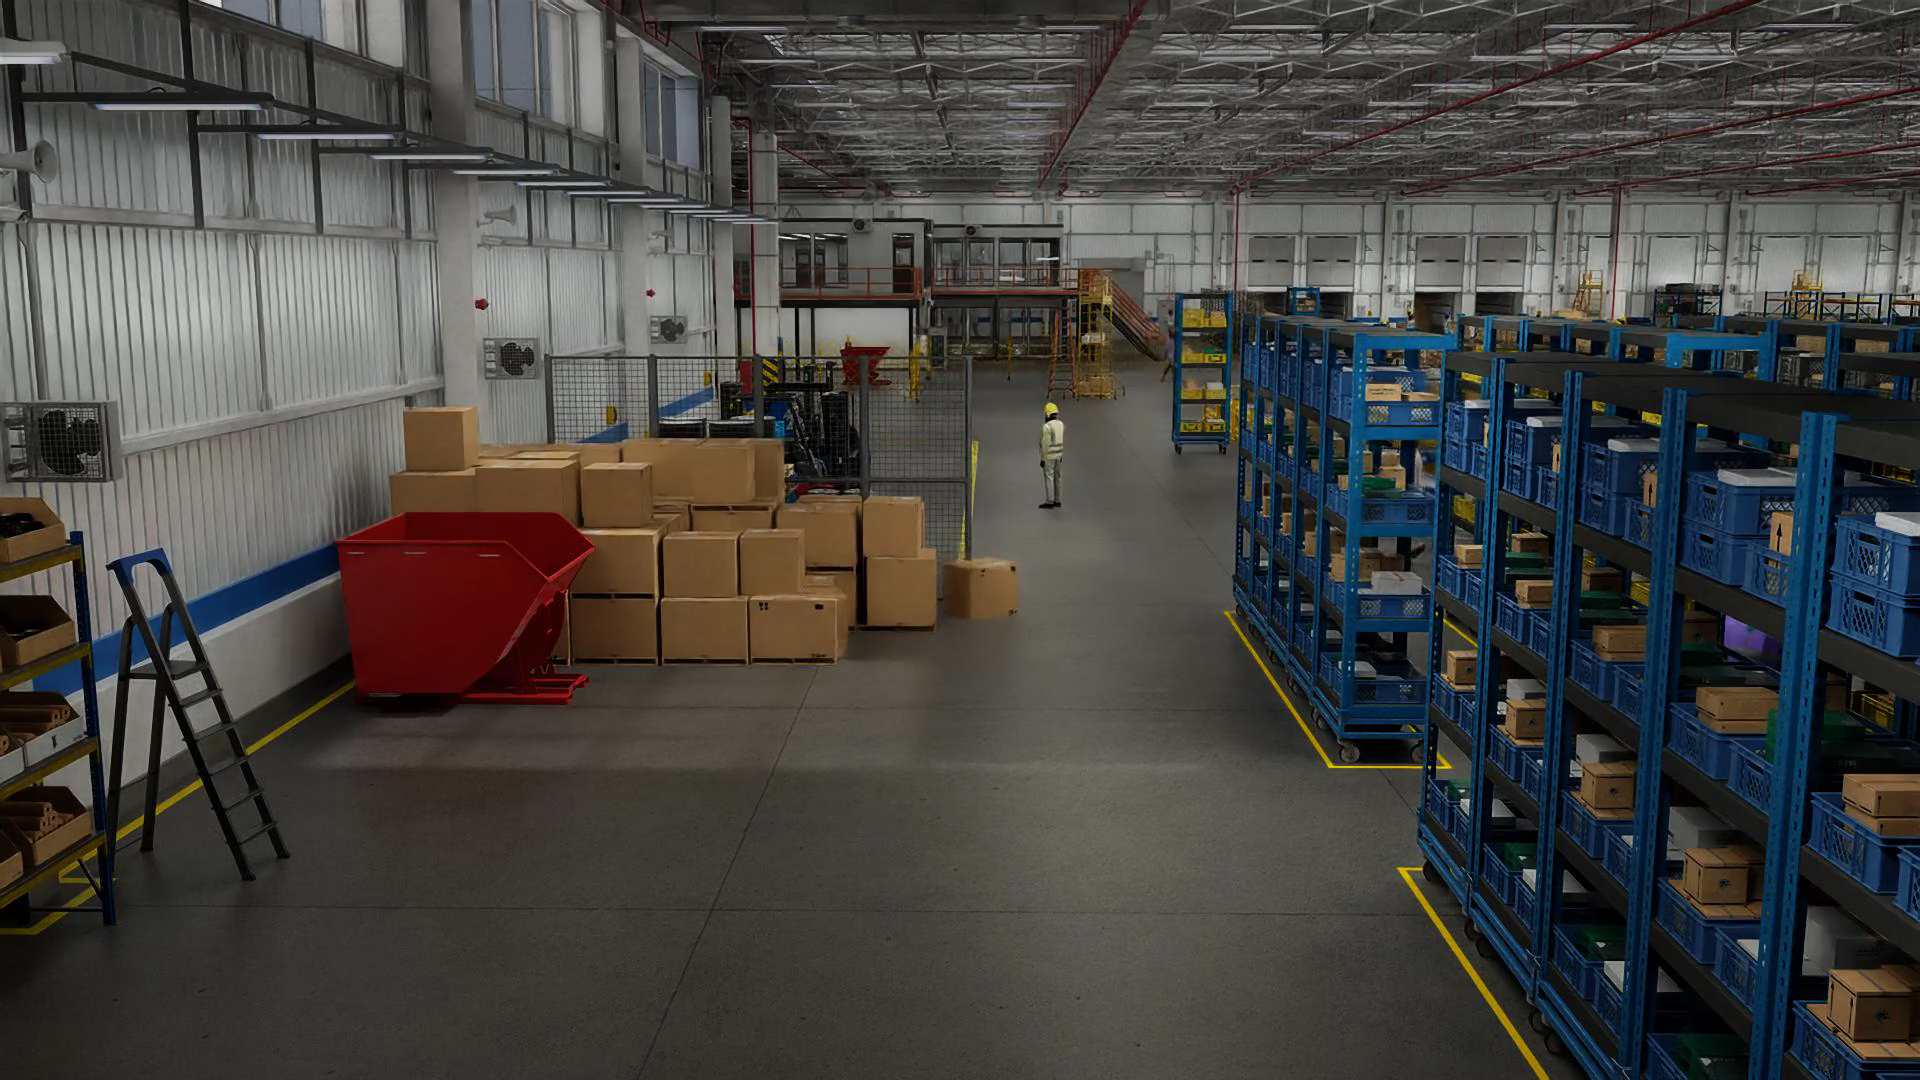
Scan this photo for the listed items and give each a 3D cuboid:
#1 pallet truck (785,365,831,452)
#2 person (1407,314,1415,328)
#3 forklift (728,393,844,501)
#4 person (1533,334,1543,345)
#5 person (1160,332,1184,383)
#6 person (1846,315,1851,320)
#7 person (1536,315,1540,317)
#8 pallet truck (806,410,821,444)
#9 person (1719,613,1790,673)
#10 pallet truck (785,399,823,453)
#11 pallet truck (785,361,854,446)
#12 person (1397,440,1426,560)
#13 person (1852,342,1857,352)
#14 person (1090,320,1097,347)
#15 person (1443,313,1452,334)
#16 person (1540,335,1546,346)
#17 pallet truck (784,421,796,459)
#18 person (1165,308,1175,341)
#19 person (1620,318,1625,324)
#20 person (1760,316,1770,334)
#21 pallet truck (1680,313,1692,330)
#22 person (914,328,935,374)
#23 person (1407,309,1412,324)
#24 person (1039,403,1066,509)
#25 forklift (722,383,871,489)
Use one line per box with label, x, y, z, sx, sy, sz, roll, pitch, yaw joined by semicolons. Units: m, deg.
pallet truck;-3.774;-2.976;37.635;1.885;1.965;0.823;1;9;5
person;23.422;-10.795;86.383;0.448;1.828;0.662;0;9;3
forklift;-2.979;-1.316;26.476;2.680;1.987;1.157;0;9;1
person;24.144;-8.173;69.739;0.613;1.983;0.406;1;9;4
person;7.762;-6.732;60.982;0.619;1.960;1.122;-9;13;-44
person;46.067;-10.788;86.469;0.535;1.794;0.989;-9;13;-42
person;31.357;-11.356;90.251;0.317;1.696;0.540;4;10;22
pallet truck;-3.559;-2.018;33.905;1.522;1.261;0.704;0;9;-1
person;6.095;1.124;12.832;0.563;1.839;0.392;7;12;37
pallet truck;-3.814;-2.432;36.419;1.630;1.274;0.653;0;9;1
pallet truck;-3.410;-3.193;38.978;1.885;1.965;0.823;0;9;-1
person;6.228;-0.581;23.181;0.454;1.892;0.651;1;9;8
person;32.277;-6.618;60.277;0.349;1.942;0.545;6;11;32
person;7.055;-11.371;89.958;0.655;1.818;0.650;-3;10;-19
person;25.135;-10.755;85.825;0.410;1.939;0.601;-3;10;-16
person;24.979;-8.354;71.657;0.574;1.711;0.880;-7;12;-37
pallet truck;-4.013;-1.793;32.705;1.601;1.201;0.680;0;9;1
person;12.166;-12.492;96.584;0.581;1.909;0.552;-5;11;-30
person;30.933;-9.431;77.728;0.591;1.915;0.396;5;10;27
person;39.401;-9.970;81.133;1.019;1.898;0.630;-5;10;-28
pallet truck;36.315;-10.531;84.244;0.823;1.965;1.885;-6;11;-33
person;-1.455;-7.551;66.320;0.907;1.853;0.575;1;9;7
person;25.602;-12.188;94.716;0.398;1.918;0.590;7;12;38
person;1.567;-1.449;28.721;0.404;1.830;0.602;7;11;36
forklift;-2.893;-1.687;28.729;2.680;1.987;1.157;0;9;-1
